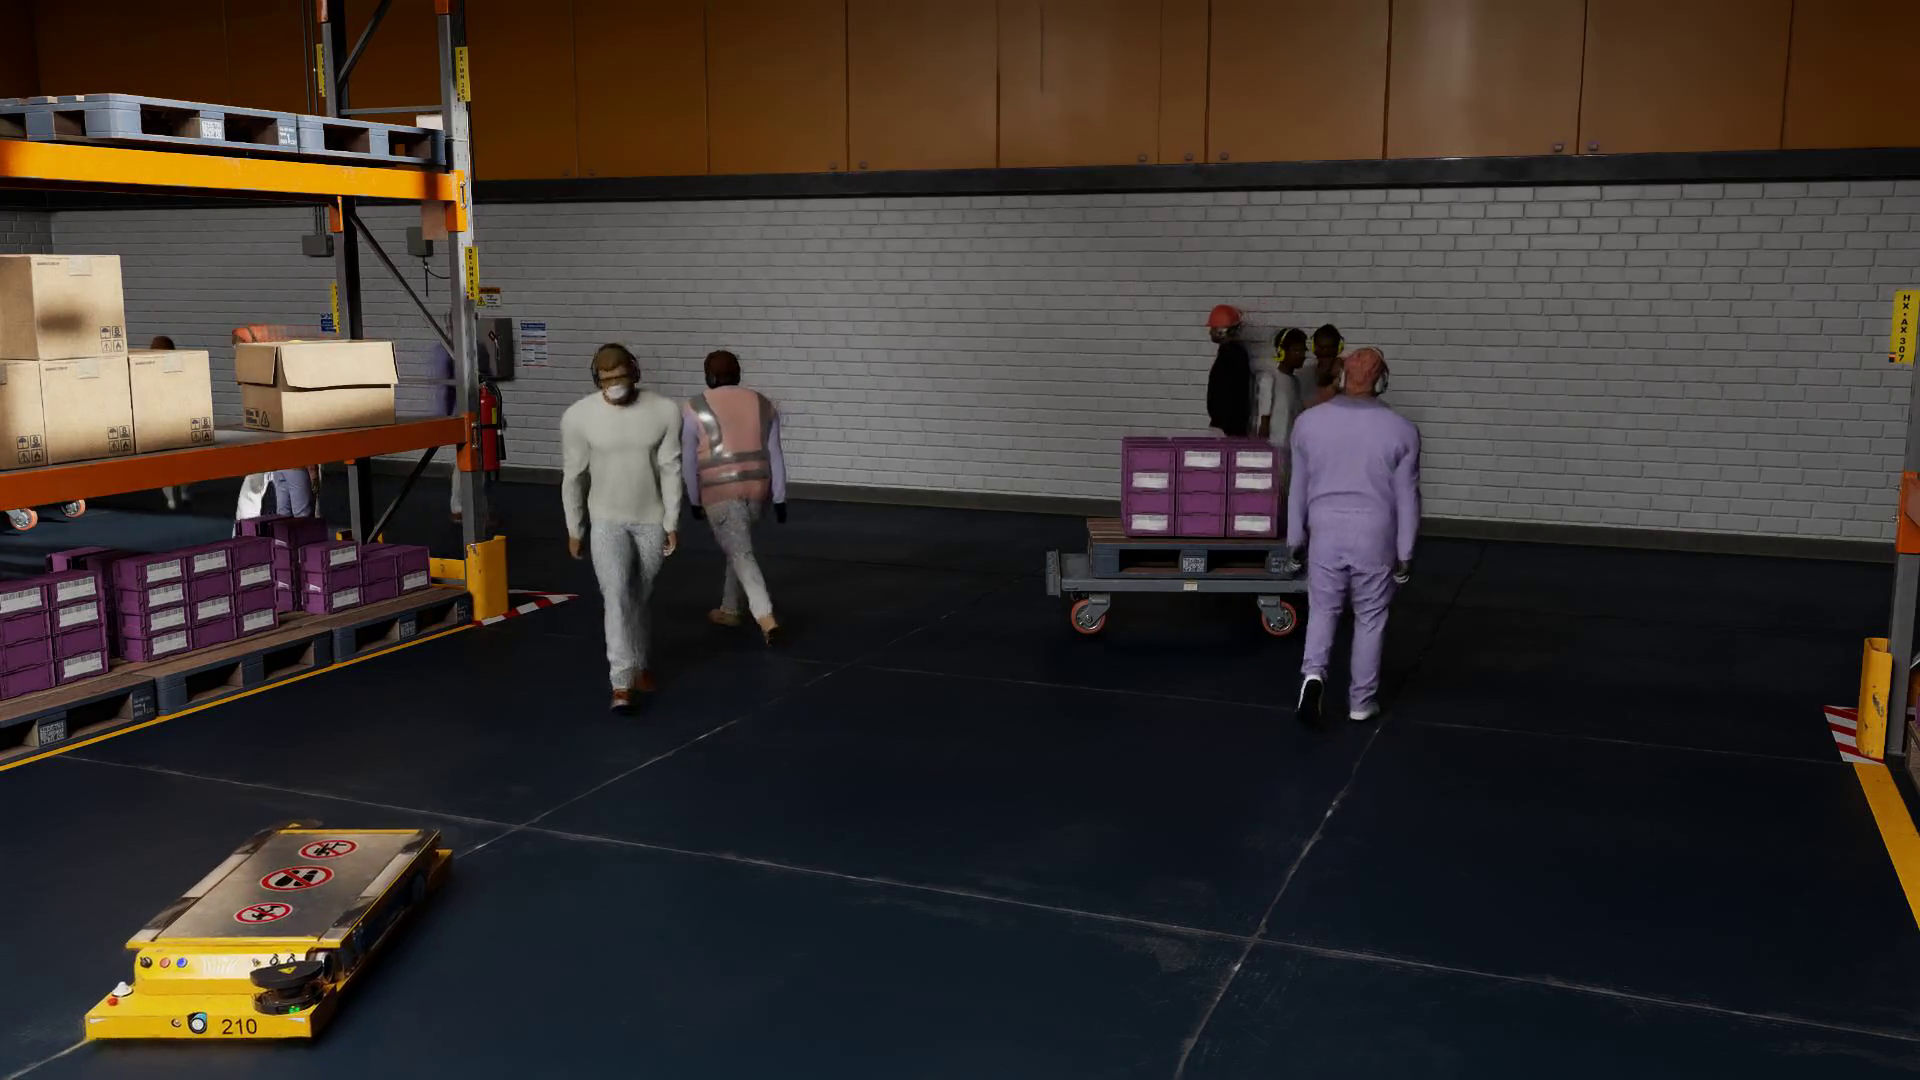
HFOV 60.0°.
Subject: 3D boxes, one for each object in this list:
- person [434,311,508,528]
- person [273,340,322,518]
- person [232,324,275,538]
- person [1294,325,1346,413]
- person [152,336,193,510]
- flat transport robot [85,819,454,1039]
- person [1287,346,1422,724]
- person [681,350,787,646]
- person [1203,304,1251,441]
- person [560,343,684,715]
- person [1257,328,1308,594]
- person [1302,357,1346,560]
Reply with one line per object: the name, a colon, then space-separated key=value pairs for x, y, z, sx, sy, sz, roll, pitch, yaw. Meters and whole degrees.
person: x=-4.192 y=-1.069 z=14.502 sx=0.794 sy=1.912 sz=0.646 roll=3 pitch=10 yaw=15
person: x=-4.522 y=-0.480 z=11.385 sx=0.533 sy=1.767 sz=0.327 roll=8 pitch=12 yaw=39
person: x=-5.152 y=-0.636 z=12.096 sx=0.924 sy=1.835 sz=0.636 roll=-3 pitch=10 yaw=-15
person: x=2.589 y=-0.628 z=12.050 sx=0.551 sy=1.835 sz=0.814 roll=5 pitch=10 yaw=26
person: x=-7.460 y=-1.114 z=15.686 sx=0.527 sy=1.597 sz=0.776 roll=-4 pitch=10 yaw=-23
flat transport robot: x=-2.206 y=1.237 z=5.494 sx=0.652 sy=0.197 sz=1.431 roll=0 pitch=9 yaw=-1
person: x=1.906 y=0.002 z=8.097 sx=0.656 sy=1.884 sz=0.648 roll=5 pitch=10 yaw=26
person: x=-1.327 y=-0.261 z=10.109 sx=0.617 sy=1.770 sz=1.028 roll=-7 pitch=11 yaw=-35
person: x=2.286 y=-0.961 z=13.728 sx=0.913 sy=1.963 sz=0.612 roll=5 pitch=11 yaw=29
person: x=-1.709 y=-0.064 z=8.513 sx=0.618 sy=1.870 sz=0.968 roll=-4 pitch=10 yaw=-21
person: x=2.214 y=-0.533 z=11.455 sx=0.422 sy=1.846 sz=0.544 roll=7 pitch=12 yaw=36
person: x=2.634 y=-0.507 z=11.968 sx=0.365 sy=1.618 sz=0.563 roll=6 pitch=11 yaw=32
